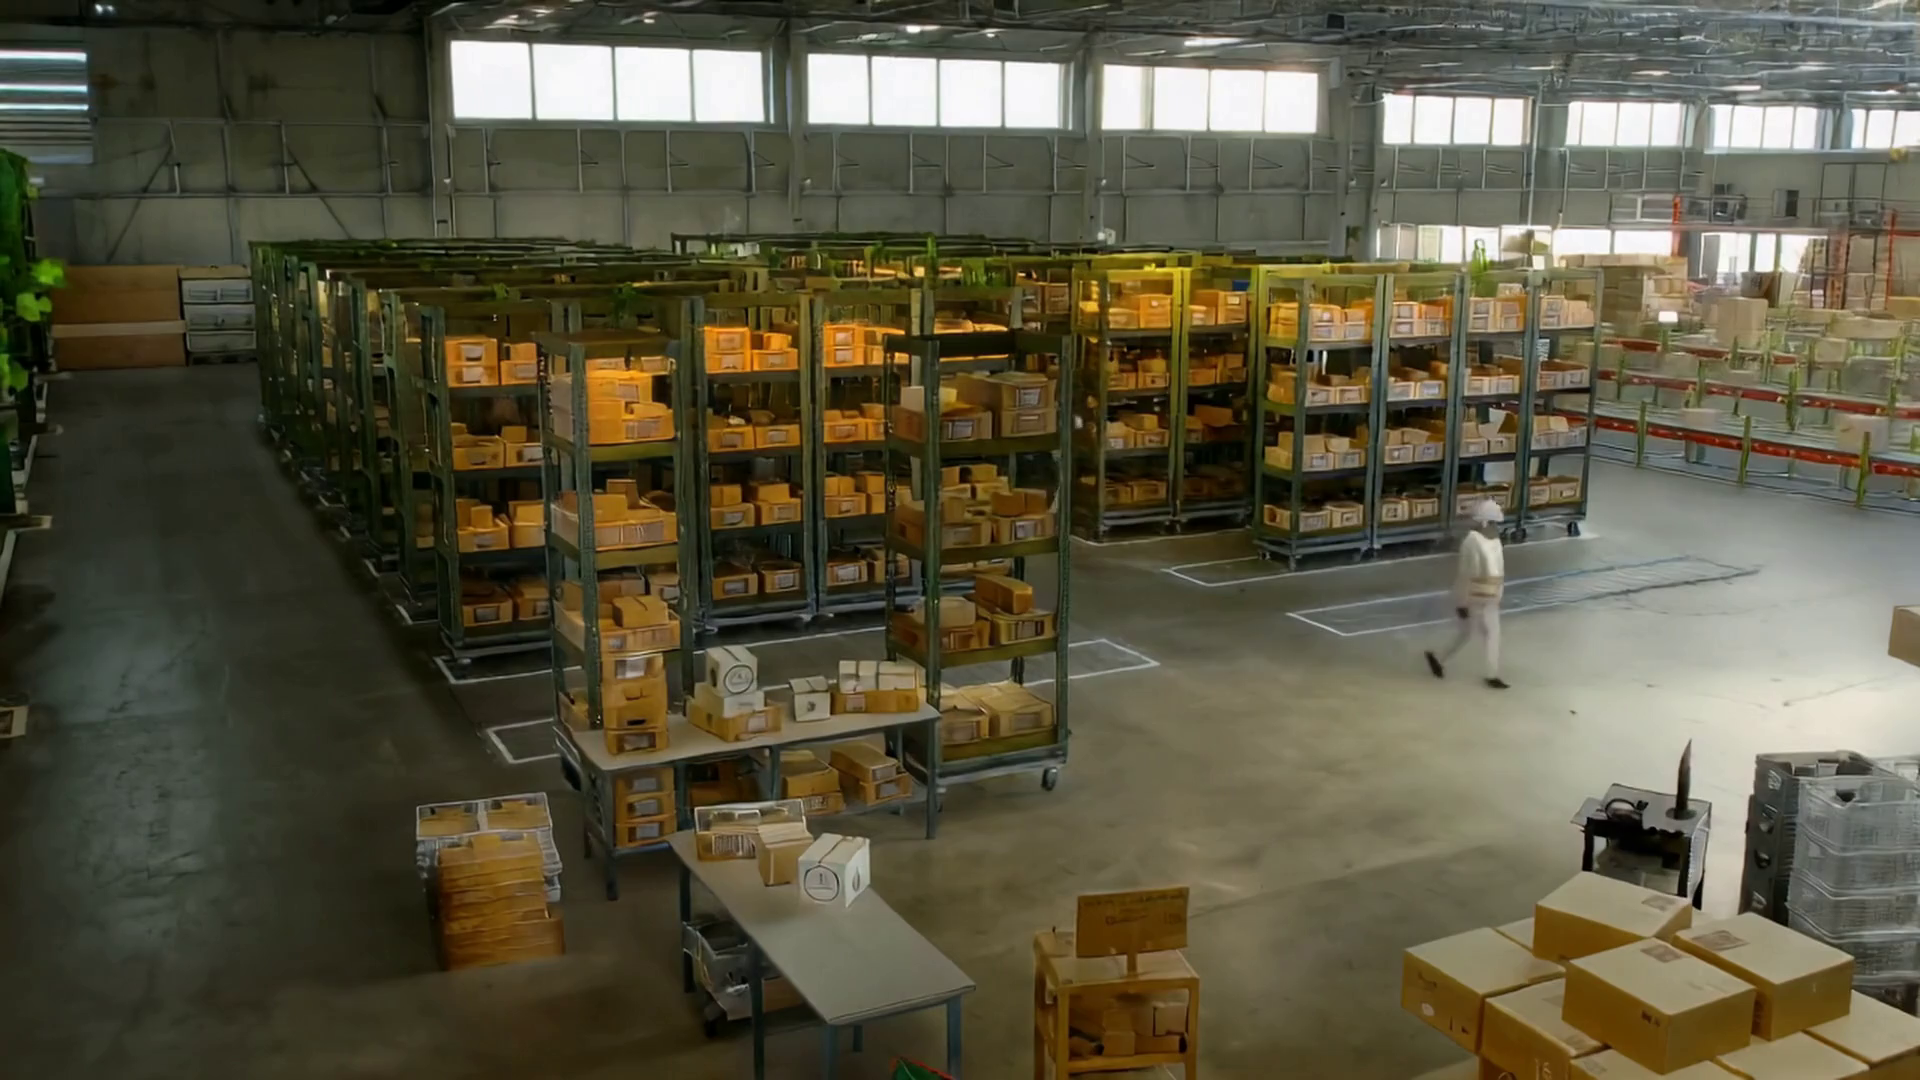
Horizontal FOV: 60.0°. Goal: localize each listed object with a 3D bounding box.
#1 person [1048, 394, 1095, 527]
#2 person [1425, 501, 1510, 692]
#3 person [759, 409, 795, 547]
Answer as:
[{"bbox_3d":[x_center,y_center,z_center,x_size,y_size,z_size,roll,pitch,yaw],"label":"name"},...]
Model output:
[{"bbox_3d":[1.556,-1.154,23.229,0.981,1.894,0.617,-9,15,-36],"label":"person"},{"bbox_3d":[4.848,0.502,15.706,0.599,1.806,0.750,-10,15,-39],"label":"person"},{"bbox_3d":[-2.365,-0.811,21.776,0.498,1.827,0.563,-7,14,-30],"label":"person"}]
